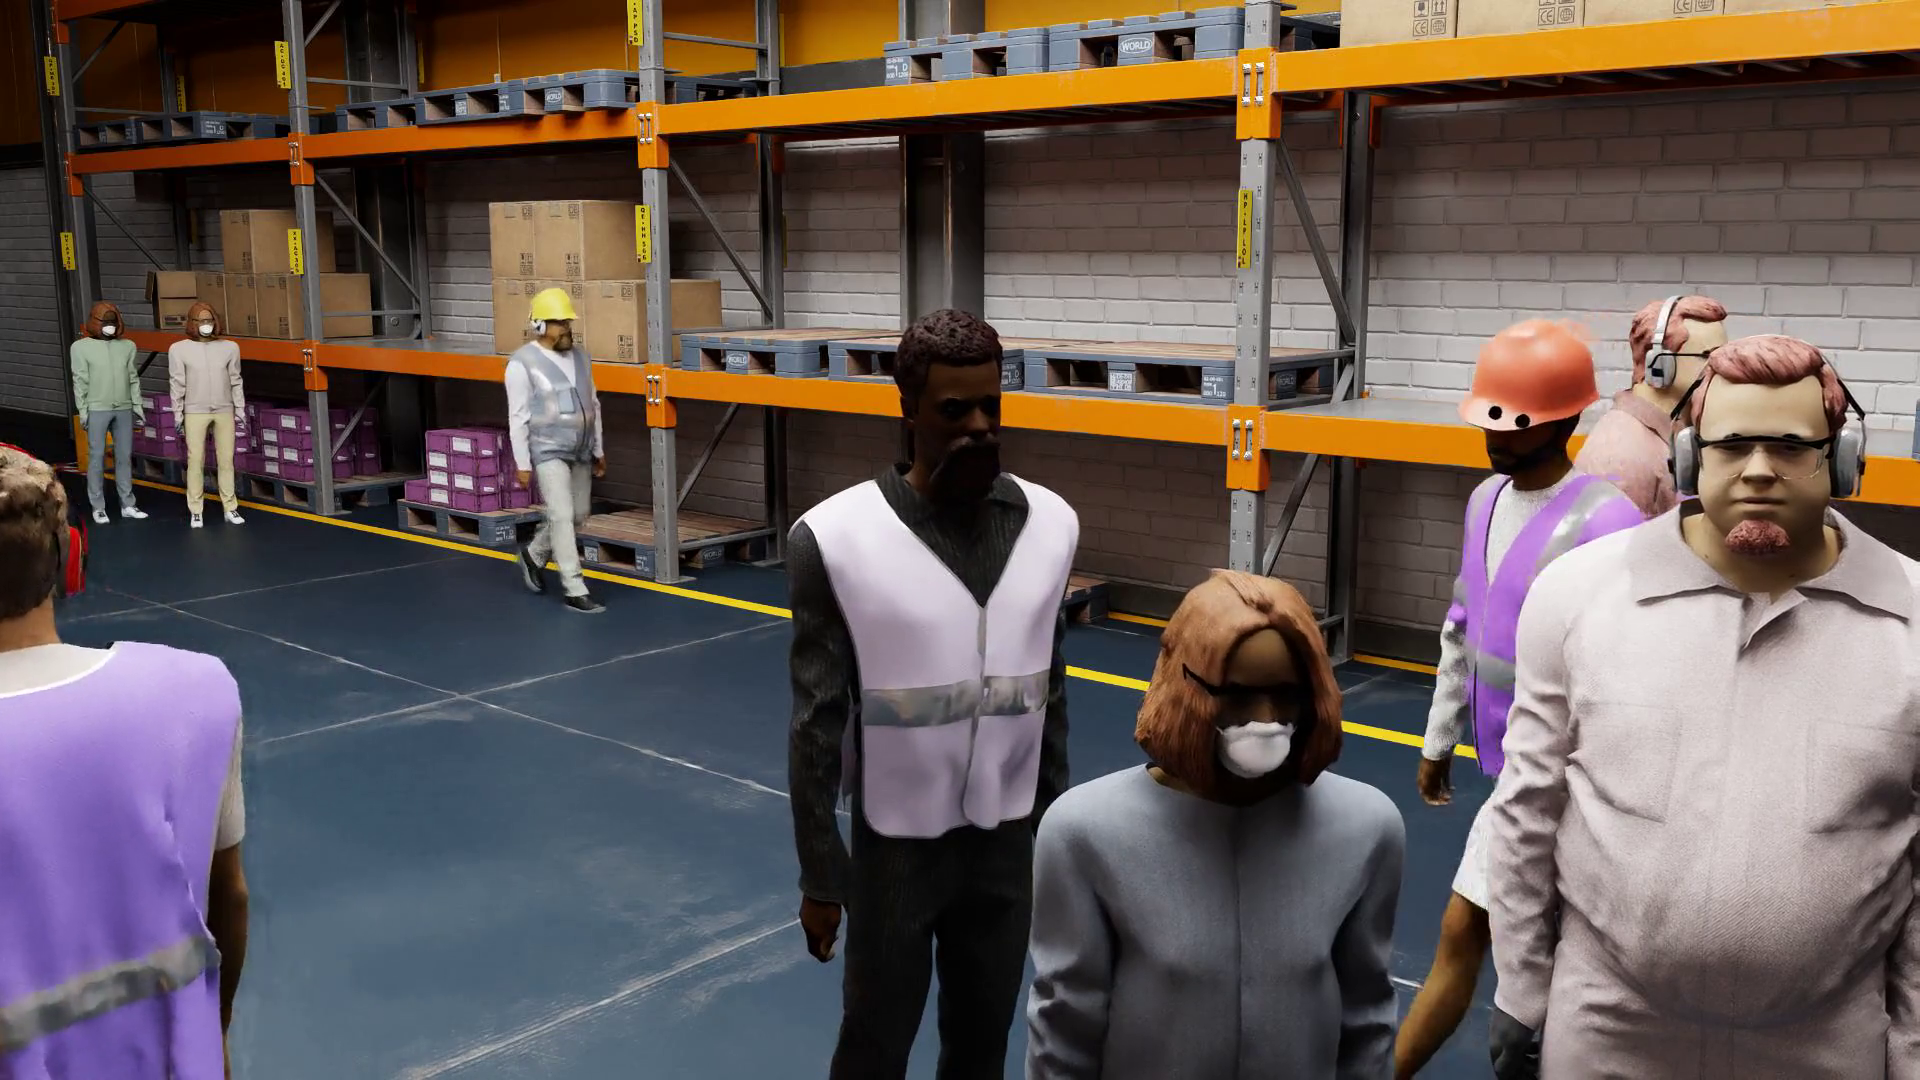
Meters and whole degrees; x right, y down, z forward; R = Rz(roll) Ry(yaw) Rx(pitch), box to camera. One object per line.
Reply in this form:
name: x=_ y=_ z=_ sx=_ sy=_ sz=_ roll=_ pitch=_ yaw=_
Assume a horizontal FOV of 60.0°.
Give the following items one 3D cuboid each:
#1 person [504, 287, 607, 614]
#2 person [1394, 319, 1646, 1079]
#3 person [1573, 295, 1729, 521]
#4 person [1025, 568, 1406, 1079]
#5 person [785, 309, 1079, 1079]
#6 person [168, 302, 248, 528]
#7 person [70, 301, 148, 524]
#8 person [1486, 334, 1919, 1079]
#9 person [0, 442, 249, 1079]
person: x=-2.287 y=-0.513 z=9.366 sx=0.771 sy=1.811 sz=0.611 roll=6 pitch=12 yaw=30
person: x=1.156 y=0.464 z=3.611 sx=1.028 sy=1.866 sz=0.581 roll=-2 pitch=10 yaw=-10
person: x=1.754 y=0.346 z=4.194 sx=0.407 sy=1.908 sz=0.642 roll=7 pitch=12 yaw=34
person: x=0.331 y=0.840 z=2.158 sx=0.498 sy=1.633 sz=0.282 roll=-2 pitch=10 yaw=-9
person: x=-0.044 y=0.538 z=3.066 sx=0.597 sy=1.916 sz=0.371 roll=-6 pitch=12 yaw=-32
person: x=-5.464 y=-0.908 z=12.112 sx=0.508 sy=1.631 sz=0.265 roll=-8 pitch=13 yaw=-38
person: x=-6.297 y=-0.946 z=12.329 sx=0.281 sy=1.633 sz=0.498 roll=7 pitch=12 yaw=34
person: x=1.064 y=0.670 z=2.348 sx=0.639 sy=1.909 sz=0.409 roll=4 pitch=11 yaw=21
person: x=-1.183 y=0.756 z=2.196 sx=0.994 sy=1.794 sz=0.579 roll=8 pitch=13 yaw=40
